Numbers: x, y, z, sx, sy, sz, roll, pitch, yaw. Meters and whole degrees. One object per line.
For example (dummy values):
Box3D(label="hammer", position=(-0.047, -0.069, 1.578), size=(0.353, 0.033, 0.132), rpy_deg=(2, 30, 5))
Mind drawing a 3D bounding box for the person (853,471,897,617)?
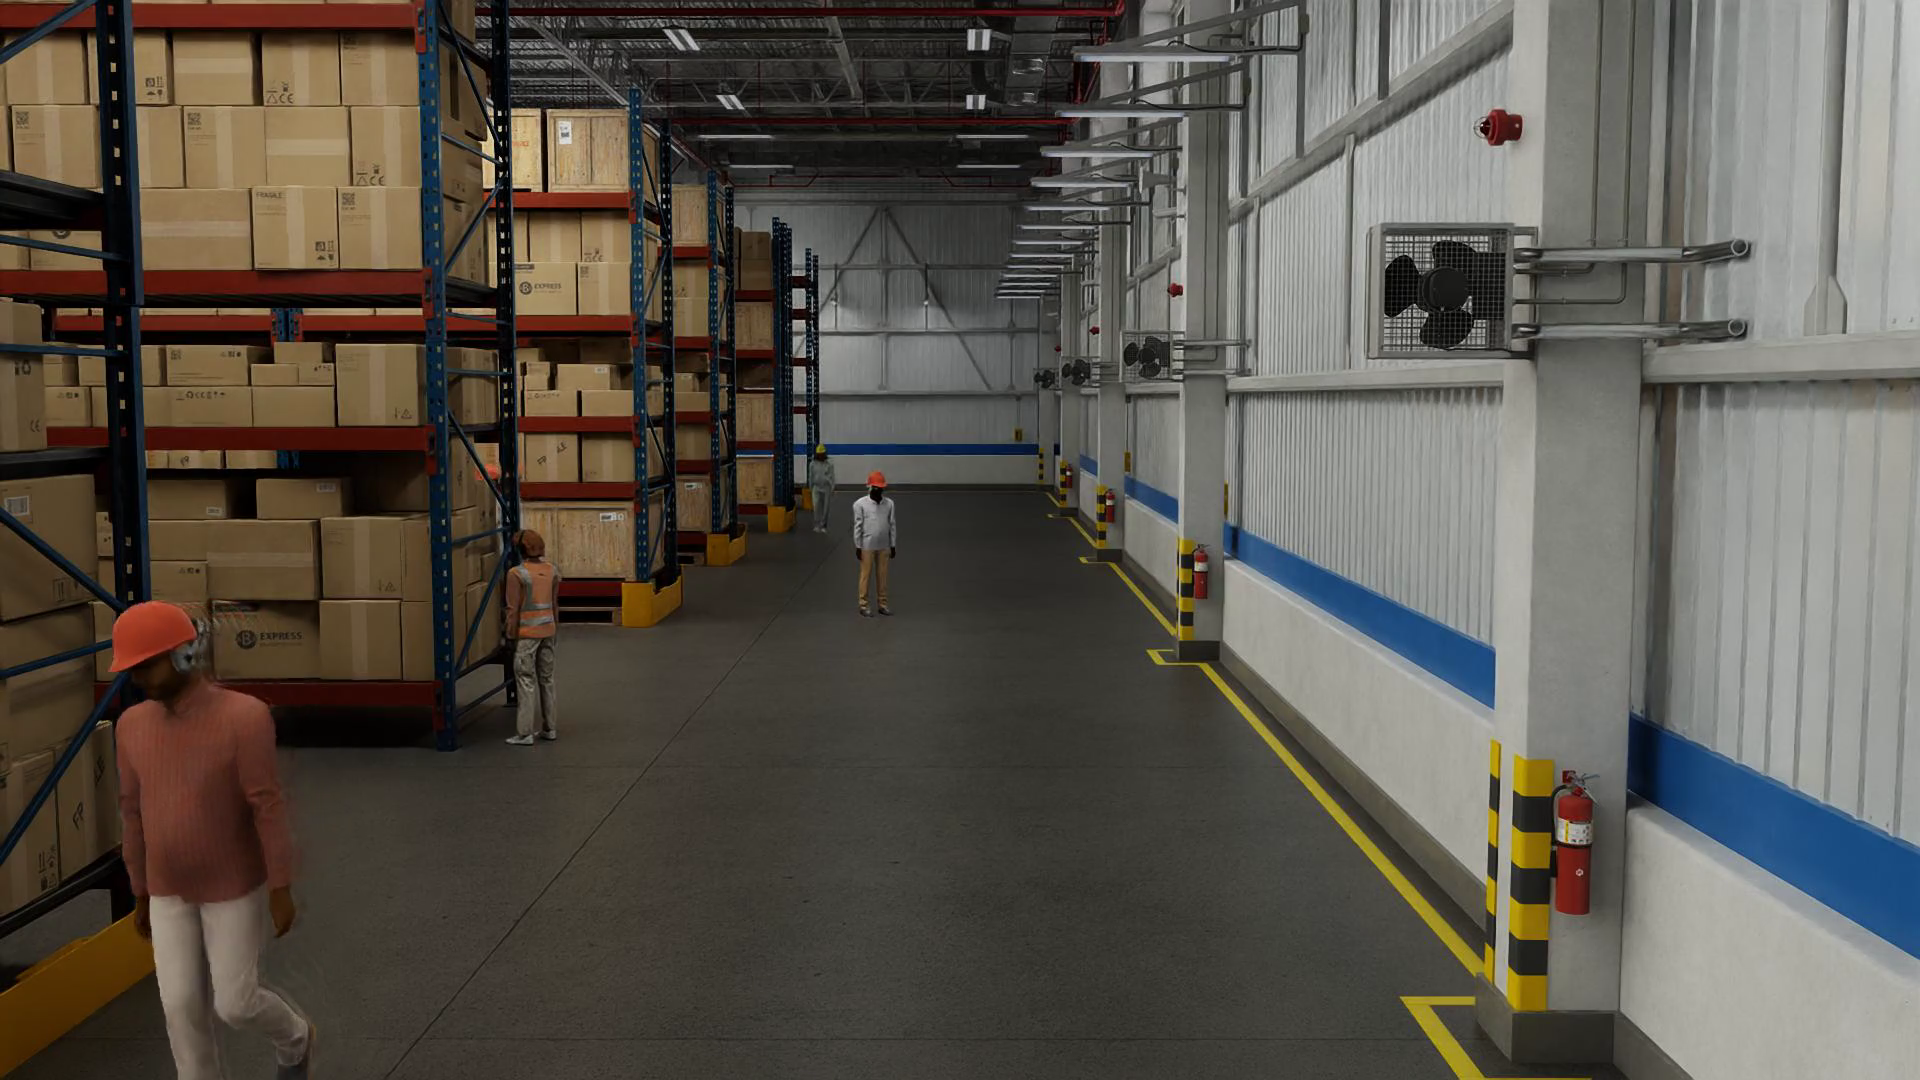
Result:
Box3D(label="person", position=(-1.003, 0.050, 19.855), size=(0.565, 1.745, 0.349), rpy_deg=(-3, 6, -30))

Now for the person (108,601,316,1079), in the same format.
Box3D(label="person", position=(-2.552, 1.163, 5.724), size=(0.661, 1.949, 0.663), rpy_deg=(1, 5, 10))

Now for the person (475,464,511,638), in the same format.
Box3D(label="person", position=(-5.169, 0.132, 18.018), size=(0.950, 1.889, 0.574), rpy_deg=(0, 5, -2))

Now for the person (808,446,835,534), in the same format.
Box3D(label="person", position=(-2.649, -0.954, 31.810), size=(0.506, 1.694, 0.893), rpy_deg=(0, 5, -1))

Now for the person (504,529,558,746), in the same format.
Box3D(label="person", position=(-3.229, 0.733, 12.574), size=(0.314, 1.632, 0.523), rpy_deg=(3, 6, 29))
